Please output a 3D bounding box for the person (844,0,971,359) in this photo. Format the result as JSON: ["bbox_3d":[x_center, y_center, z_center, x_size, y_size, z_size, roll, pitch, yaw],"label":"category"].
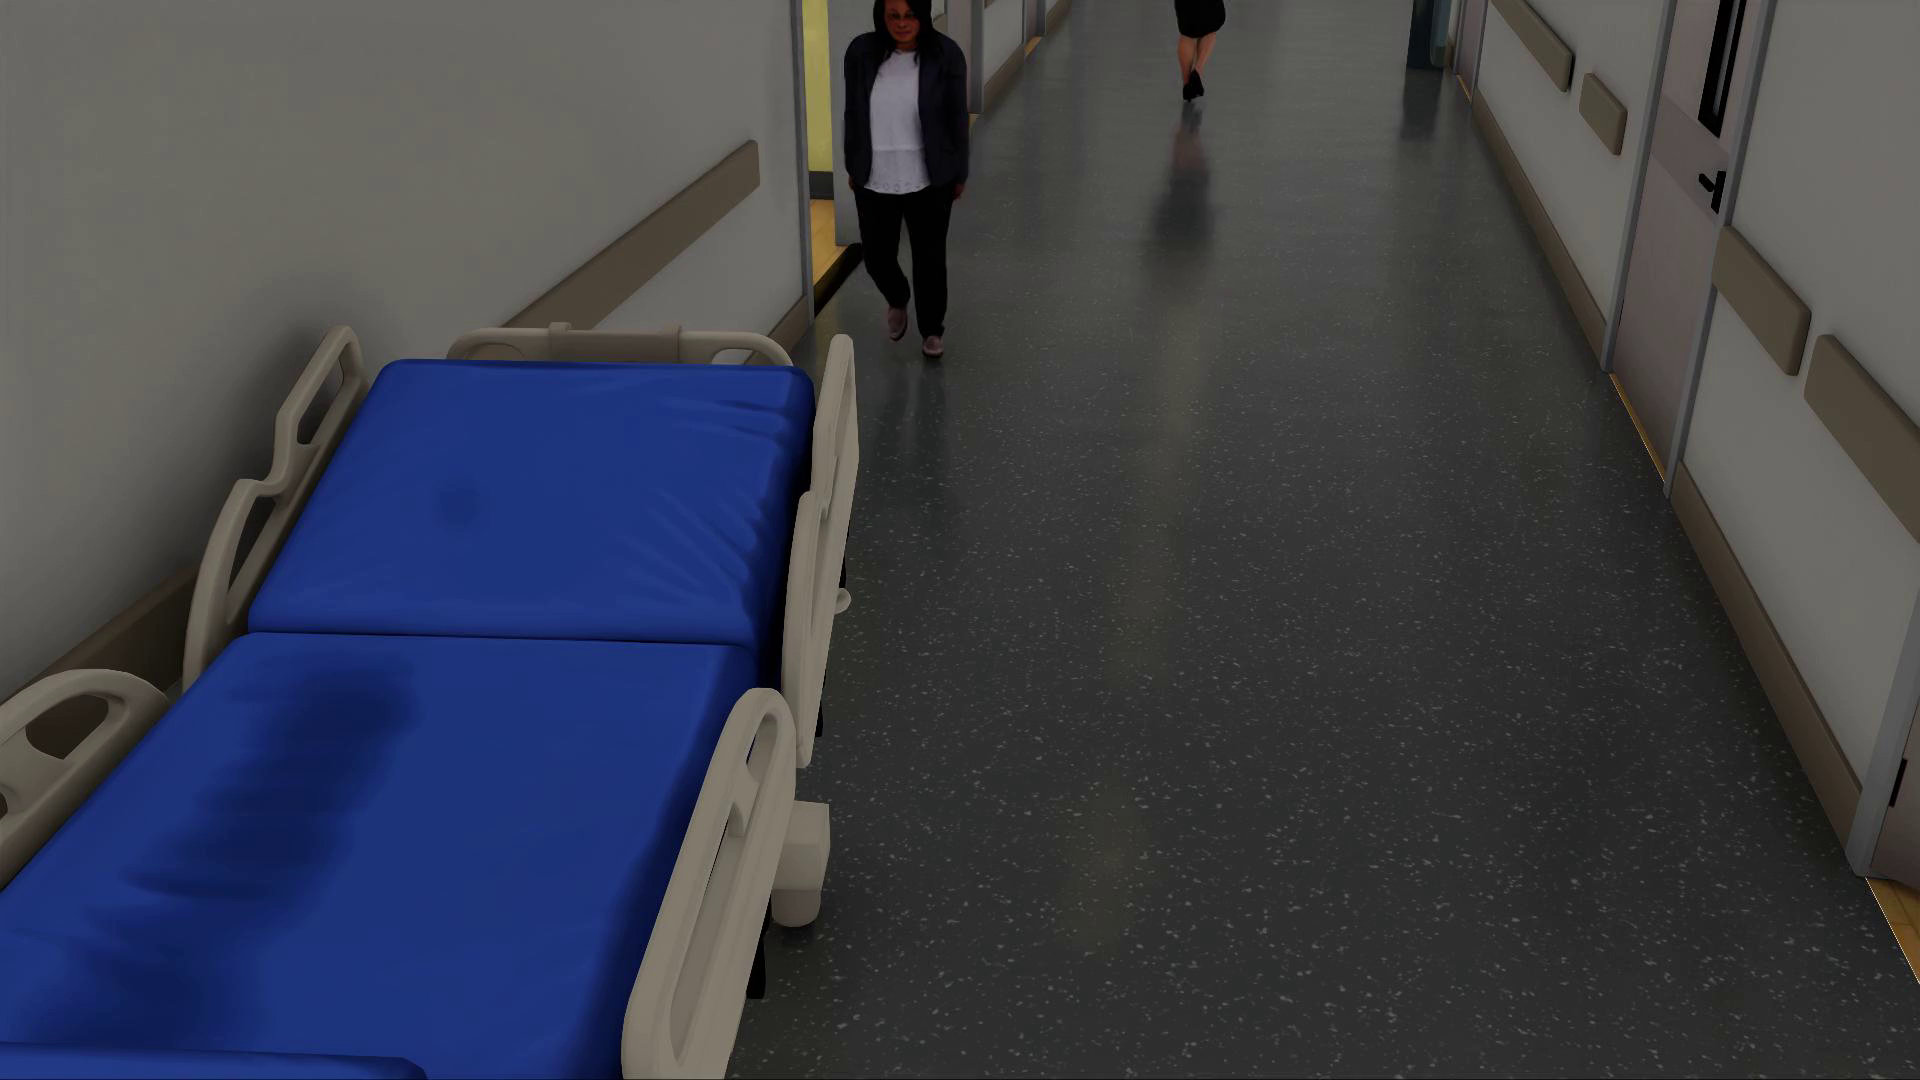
[{"bbox_3d":[-0.233,-1.549,6.948,0.708,1.584,0.787,-1,26,-1],"label":"person"}]

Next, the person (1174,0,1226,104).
[{"bbox_3d":[1.669,-3.950,11.834,0.641,1.666,0.818,9,27,18],"label":"person"}]
